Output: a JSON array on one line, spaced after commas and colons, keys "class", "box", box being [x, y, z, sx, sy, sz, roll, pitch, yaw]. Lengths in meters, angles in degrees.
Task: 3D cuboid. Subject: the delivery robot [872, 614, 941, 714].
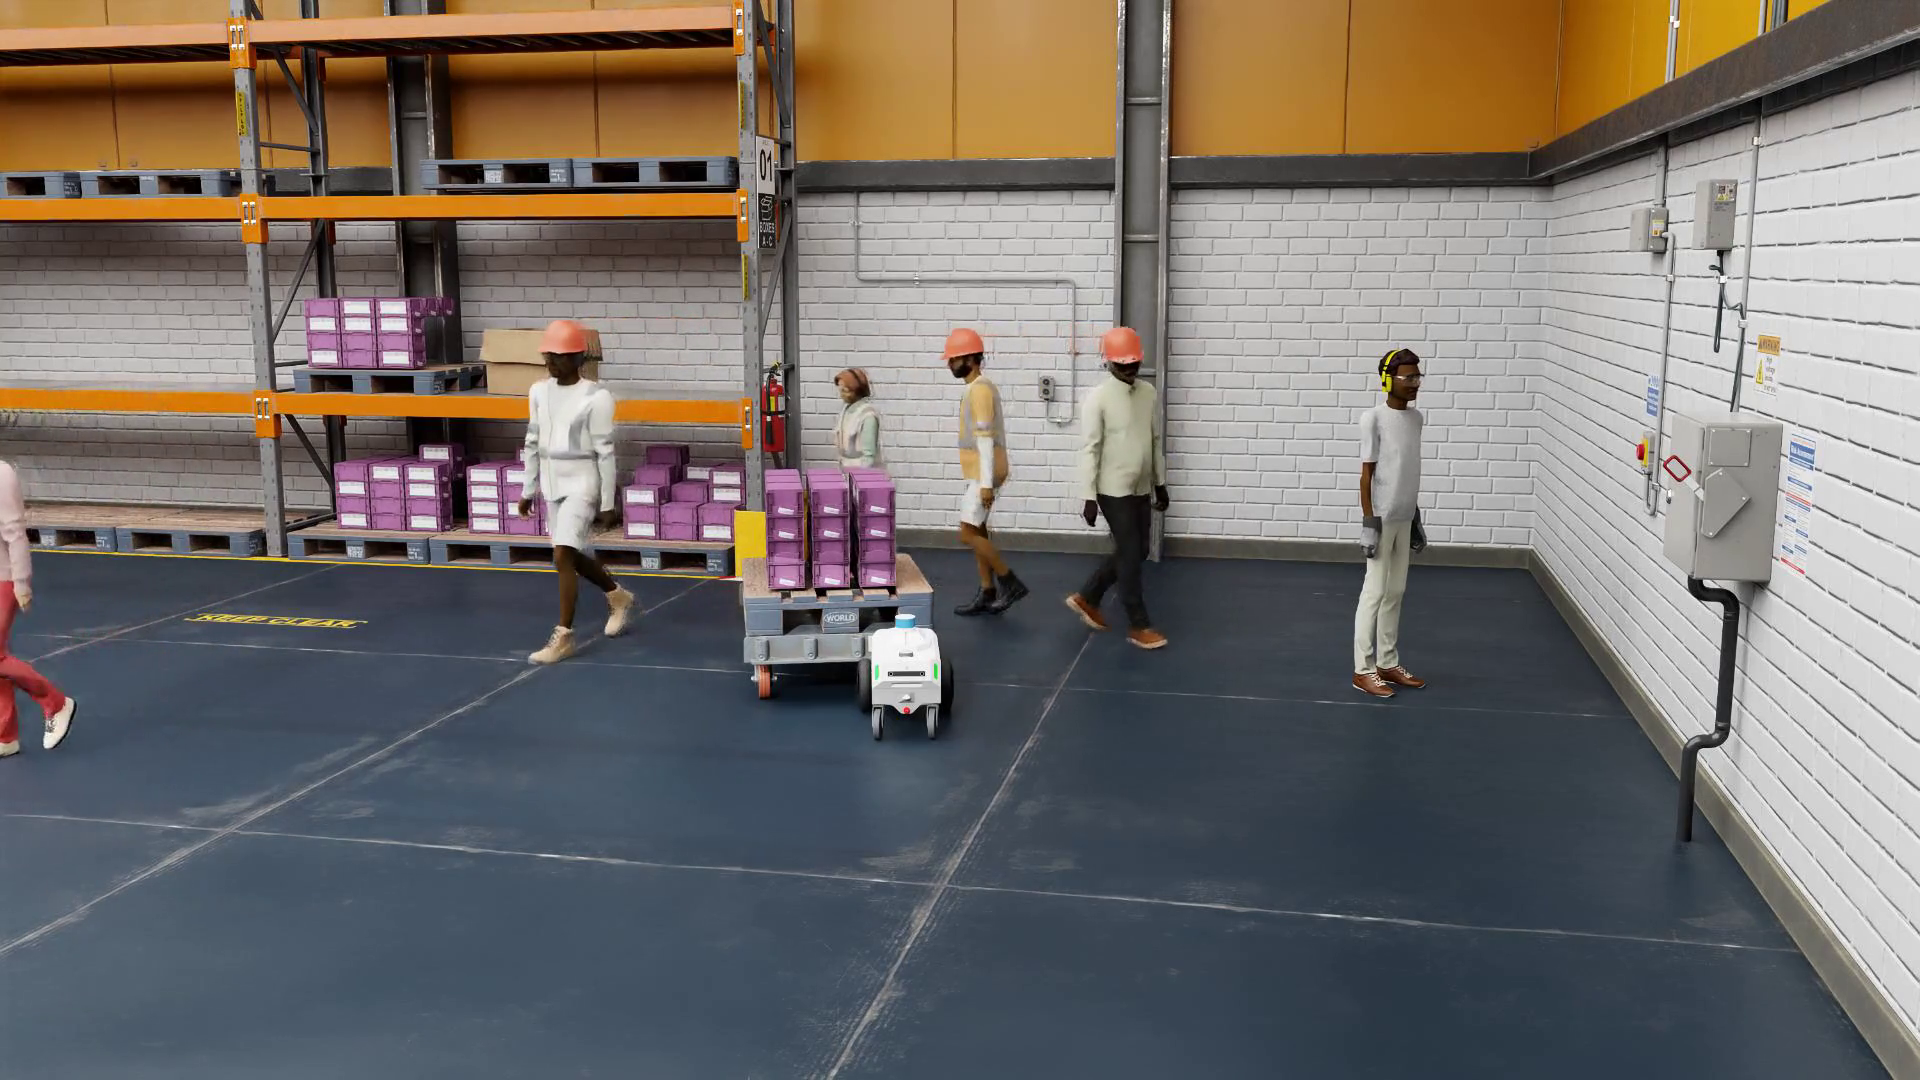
[{"class": "delivery robot", "box": [-0.274, 0.618, 8.368, 0.477, 0.478, 0.707, 0, 9, -3]}]

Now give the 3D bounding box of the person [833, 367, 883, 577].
[{"class": "person", "box": [-0.719, -0.400, 11.574, 0.391, 1.611, 0.585, -5, 11, -27]}]

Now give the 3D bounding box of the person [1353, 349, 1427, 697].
[{"class": "person", "box": [2.352, -0.098, 9.012, 0.515, 1.872, 0.328, -8, 13, -41]}]

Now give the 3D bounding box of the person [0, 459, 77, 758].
[{"class": "person", "box": [-4.484, 0.182, 7.684, 0.535, 1.757, 0.433, 6, 11, 32]}]

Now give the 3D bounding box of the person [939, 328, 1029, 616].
[{"class": "person", "box": [0.112, -0.421, 10.844, 0.501, 1.913, 0.606, -1, 9, -6]}]

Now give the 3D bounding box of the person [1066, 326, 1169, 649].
[{"class": "person", "box": [0.965, -0.325, 10.109, 0.682, 1.963, 0.651, 9, 13, 44]}]

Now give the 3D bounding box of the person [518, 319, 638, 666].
[{"class": "person", "box": [-2.258, -0.312, 9.904, 0.617, 2.013, 0.943, 6, 11, 34]}]
